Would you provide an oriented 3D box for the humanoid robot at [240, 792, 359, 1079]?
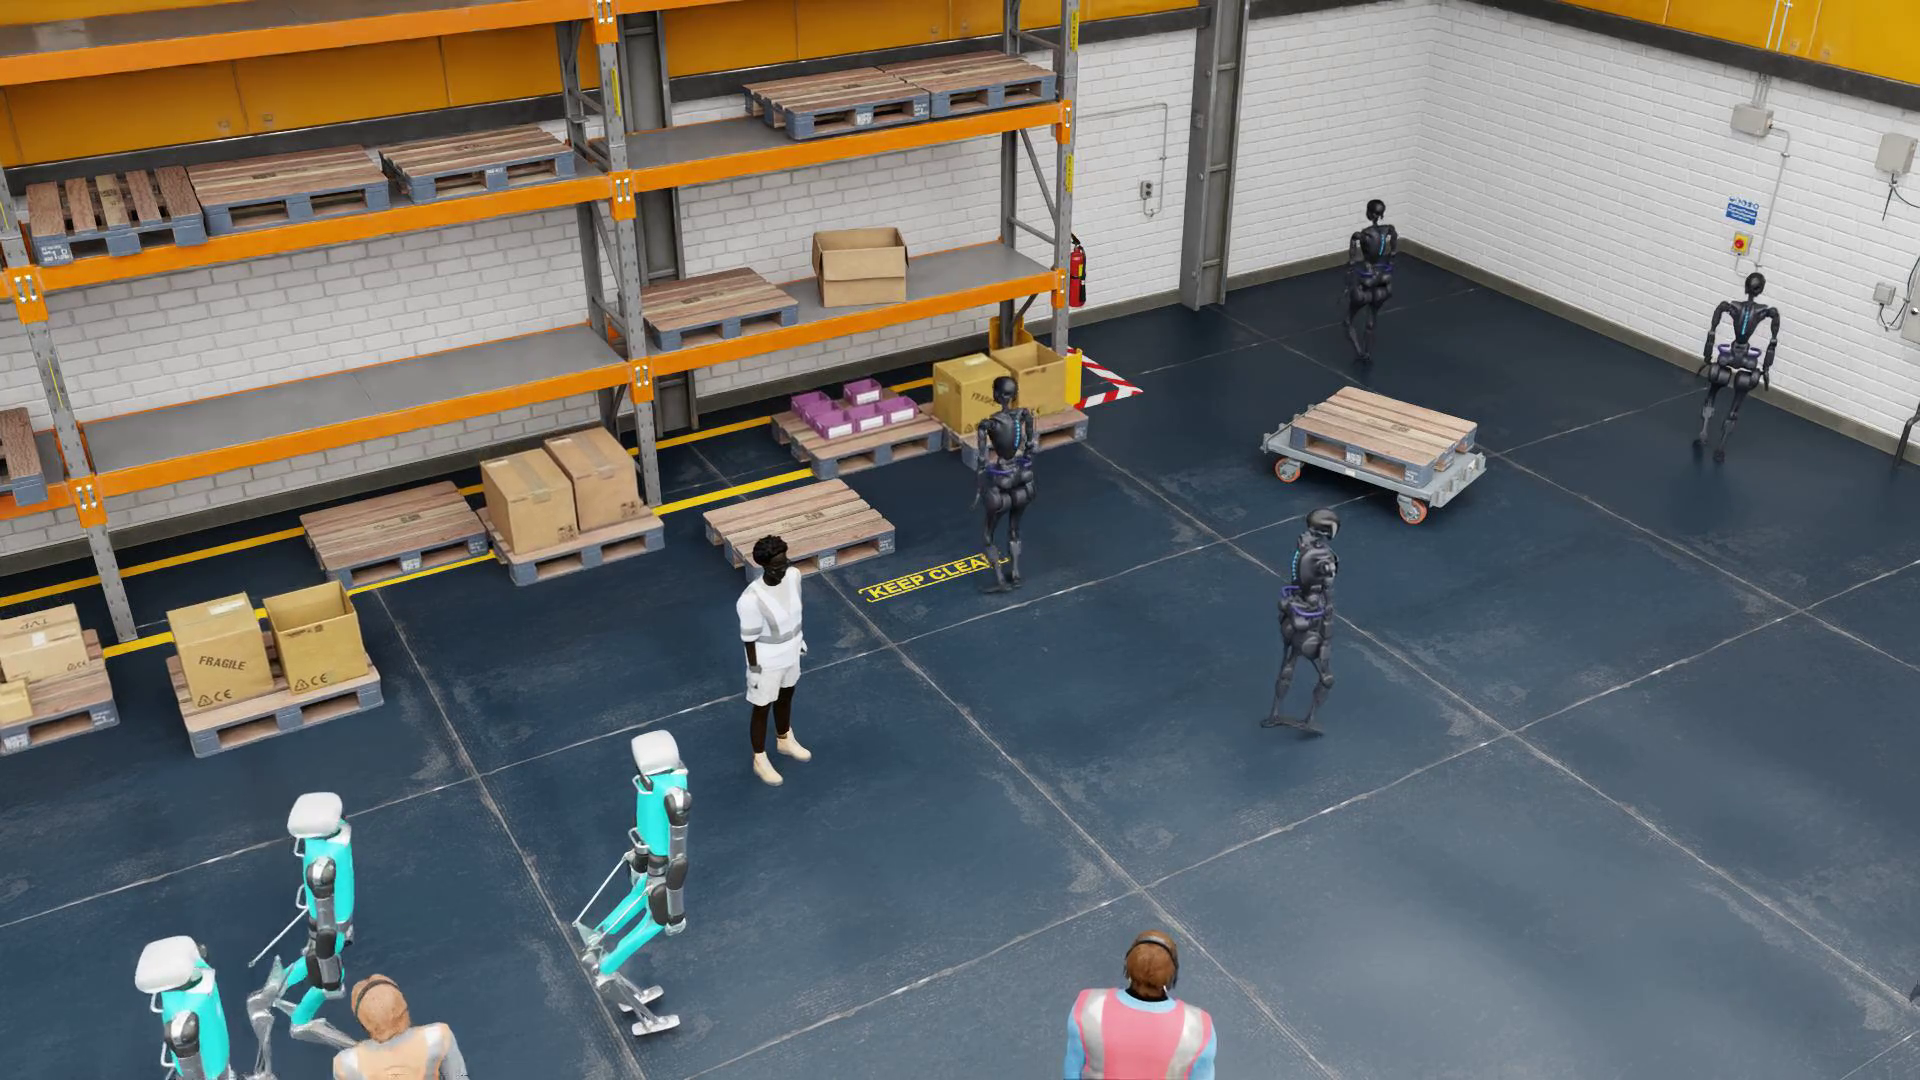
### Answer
[{"bbox_3d":[-3.285,1.996,7.981,0.936,1.762,0.547,-6,30,-10],"label":"humanoid robot"}]

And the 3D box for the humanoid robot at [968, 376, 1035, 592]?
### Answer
[{"bbox_3d":[0.348,-0.396,12.245,0.613,1.634,0.433,-24,38,-36],"label":"humanoid robot"}]

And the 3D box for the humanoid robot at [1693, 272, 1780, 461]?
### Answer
[{"bbox_3d":[6.616,-1.489,14.179,0.589,1.644,0.370,13,32,21],"label":"humanoid robot"}]

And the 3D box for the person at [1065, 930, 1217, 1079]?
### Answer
[{"bbox_3d":[0.761,2.416,7.115,0.637,1.830,0.429,6,30,11],"label":"person"}]

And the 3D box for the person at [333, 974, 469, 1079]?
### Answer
[{"bbox_3d":[-2.325,2.553,7.074,0.549,1.619,0.466,-11,31,-19],"label":"person"}]

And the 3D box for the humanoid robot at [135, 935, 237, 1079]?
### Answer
[{"bbox_3d":[-3.456,2.503,7.142,0.782,1.882,0.550,-8,30,-14],"label":"humanoid robot"}]

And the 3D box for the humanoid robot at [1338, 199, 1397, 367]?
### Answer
[{"bbox_3d":[3.930,-2.440,15.859,0.584,1.641,0.389,-13,32,-21],"label":"humanoid robot"}]

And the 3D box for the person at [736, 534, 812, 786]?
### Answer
[{"bbox_3d":[-1.134,0.713,10.259,0.320,1.695,0.536,19,34,30],"label":"person"}]

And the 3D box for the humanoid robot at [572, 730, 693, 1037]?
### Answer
[{"bbox_3d":[-1.666,1.758,8.274,0.748,1.691,0.530,-16,33,-26],"label":"humanoid robot"}]

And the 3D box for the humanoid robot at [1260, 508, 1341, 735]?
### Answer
[{"bbox_3d":[2.208,0.512,10.646,0.428,1.645,0.594,-7,30,-12],"label":"humanoid robot"}]

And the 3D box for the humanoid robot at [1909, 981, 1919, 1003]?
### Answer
[{"bbox_3d":[4.825,2.120,7.794,0.588,1.646,0.365,7,30,12],"label":"humanoid robot"}]
